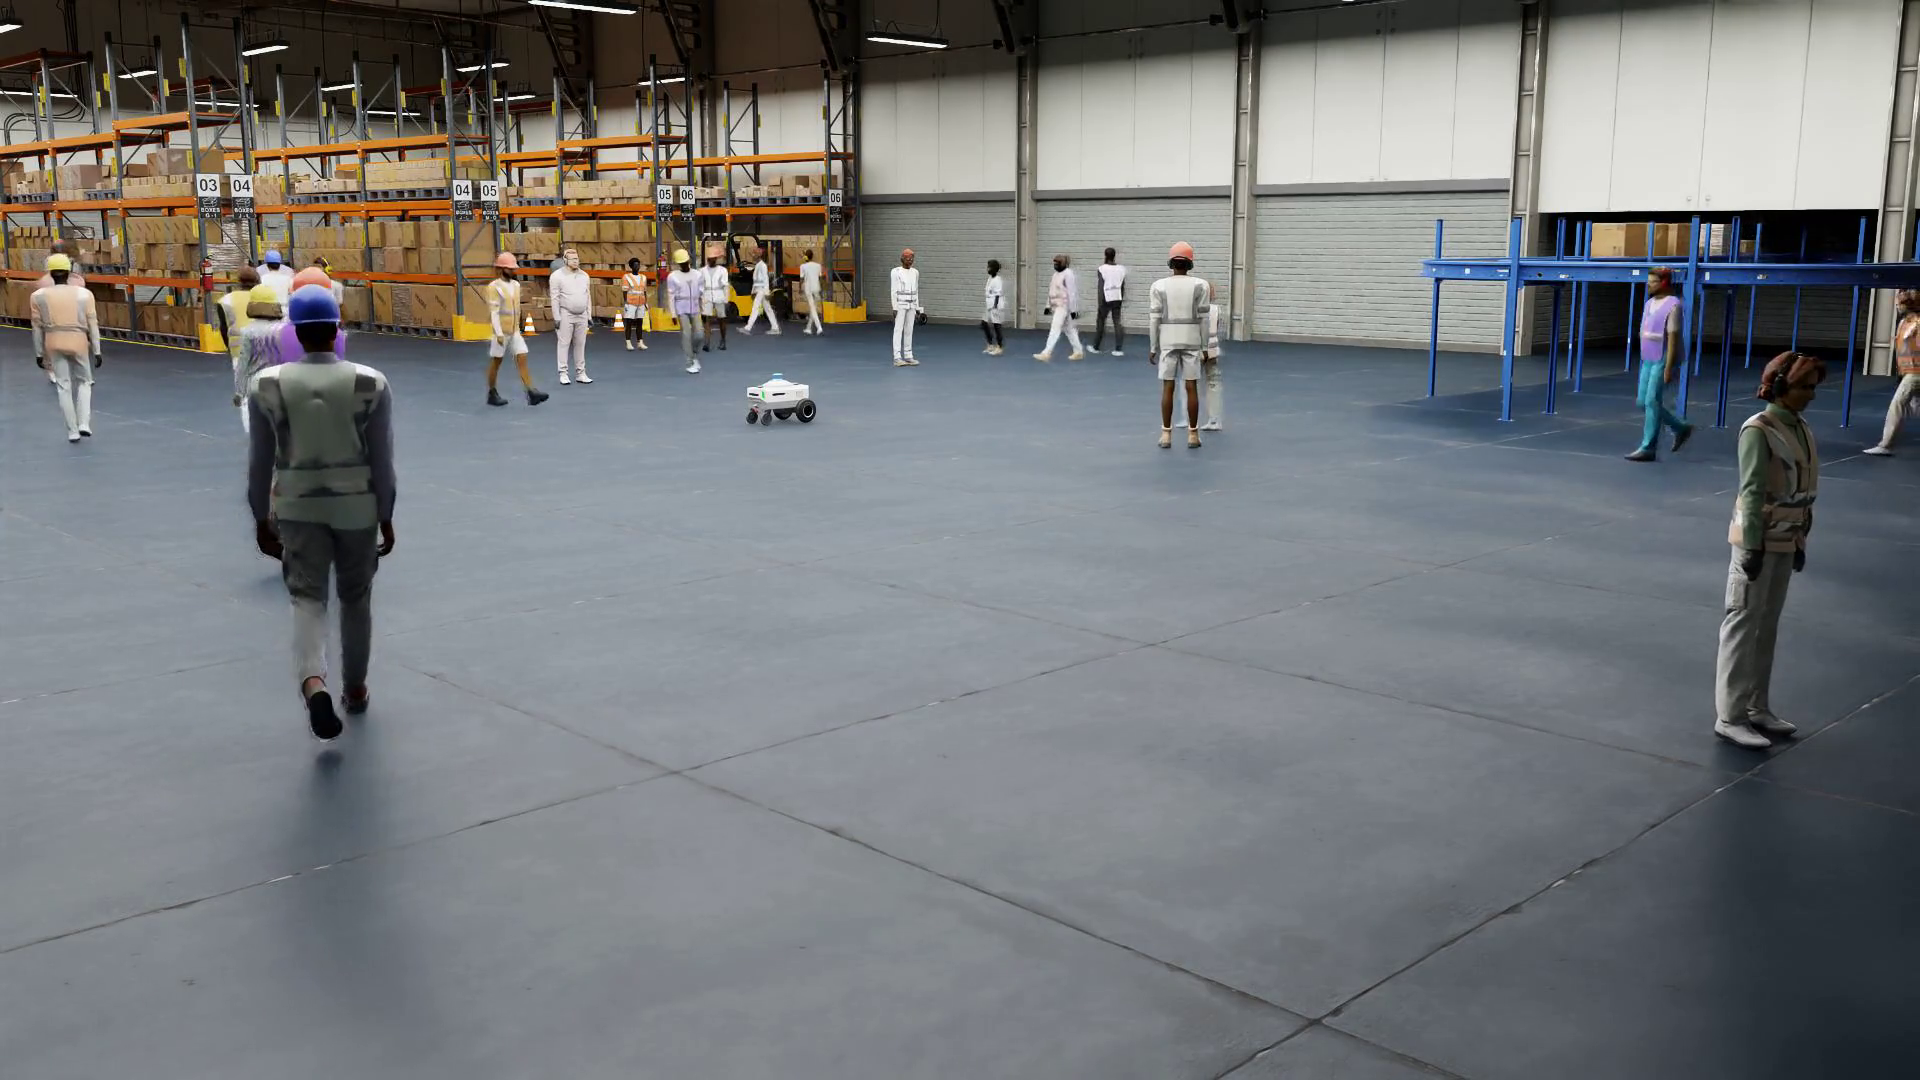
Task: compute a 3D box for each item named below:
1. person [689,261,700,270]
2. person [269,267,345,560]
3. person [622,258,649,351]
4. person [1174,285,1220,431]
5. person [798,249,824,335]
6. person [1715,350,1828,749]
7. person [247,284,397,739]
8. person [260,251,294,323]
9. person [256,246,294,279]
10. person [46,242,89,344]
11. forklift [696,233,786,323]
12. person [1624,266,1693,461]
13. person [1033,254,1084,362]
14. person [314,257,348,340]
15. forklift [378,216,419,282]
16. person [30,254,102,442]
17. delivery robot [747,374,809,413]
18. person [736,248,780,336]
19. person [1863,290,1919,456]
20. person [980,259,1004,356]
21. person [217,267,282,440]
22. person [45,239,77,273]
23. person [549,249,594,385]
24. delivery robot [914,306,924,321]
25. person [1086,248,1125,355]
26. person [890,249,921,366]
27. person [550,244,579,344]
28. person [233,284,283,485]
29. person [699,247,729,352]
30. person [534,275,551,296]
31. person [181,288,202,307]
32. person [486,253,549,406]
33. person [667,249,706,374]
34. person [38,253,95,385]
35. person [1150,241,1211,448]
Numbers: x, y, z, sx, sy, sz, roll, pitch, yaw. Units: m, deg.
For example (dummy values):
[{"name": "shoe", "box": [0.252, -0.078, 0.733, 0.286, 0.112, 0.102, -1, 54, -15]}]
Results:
[{"name": "person", "box": [-6.961, -6.697, 43.437, 0.655, 1.718, 0.327, 7, 13, 35]}, {"name": "person", "box": [-4.202, -0.785, 10.685, 0.542, 1.916, 0.746, 3, 11, 18]}, {"name": "person", "box": [-5.999, -4.358, 30.729, 0.529, 1.697, 0.321, -10, 14, -43]}, {"name": "person", "box": [2.573, -1.990, 18.008, 0.620, 1.612, 0.552, 10, 14, 44]}, {"name": "person", "box": [-3.176, -5.310, 35.617, 0.543, 1.819, 0.981, -6, 12, -32]}, {"name": "person", "box": [3.381, 0.032, 6.952, 0.512, 1.639, 0.312, -10, 14, -43]}, {"name": "person", "box": [-2.720, -0.129, 7.109, 0.606, 1.915, 0.913, -3, 11, -17]}, {"name": "person", "box": [-9.468, -3.038, 22.994, 0.602, 1.894, 1.003, -8, 13, -37]}, {"name": "person", "box": [-10.715, -3.625, 26.088, 0.627, 1.934, 0.371, -10, 14, -43]}, {"name": "person", "box": [-16.768, -4.585, 31.147, 1.037, 2.000, 0.698, 5, 12, 28]}, {"name": "forklift", "box": [-5.496, -6.489, 41.108, 2.313, 2.155, 1.214, -10, 14, -44]}, {"name": "person", "box": [6.646, -1.666, 15.685, 0.607, 1.832, 0.569, -1, 10, -3]}, {"name": "person", "box": [1.713, -3.925, 28.140, 0.977, 1.795, 0.625, -3, 11, -14]}, {"name": "person", "box": [-8.497, -2.872, 22.307, 0.536, 1.825, 0.996, 4, 11, 21]}, {"name": "forklift", "box": [-17.868, -9.201, 54.028, 1.873, 2.768, 1.129, -10, 14, -44]}, {"name": "person", "box": [-9.219, -1.981, 17.174, 0.620, 1.905, 0.610, -5, 12, -26]}, {"name": "delivery robot", "box": [-2.072, -1.650, 18.940, 0.707, 0.478, 0.477, -10, 14, -44]}, {"name": "person", "box": [-4.292, -5.275, 35.374, 0.991, 1.828, 0.606, -3, 11, -17]}, {"name": "person", "box": [9.209, -1.598, 15.972, 0.793, 1.594, 0.533, 3, 11, 13]}, {"name": "person", "box": [0.549, -4.079, 29.219, 0.473, 1.680, 0.560, -3, 11, -16]}, {"name": "person", "box": [-7.224, -1.883, 17.020, 0.615, 1.776, 1.042, -3, 11, -18]}, {"name": "person", "box": [-18.129, -5.061, 33.649, 0.605, 2.033, 0.395, -10, 14, -43]}, {"name": "person", "box": [-5.534, -3.194, 23.806, 0.636, 1.911, 0.405, -10, 14, -43]}, {"name": "delivery robot", "box": [-1.207, -5.436, 39.584, 0.707, 0.478, 0.477, -10, 14, -44]}, {"name": "person", "box": [2.632, -4.245, 29.620, 0.622, 1.872, 0.945, -6, 12, -28]}, {"name": "person", "box": [-0.887, -3.798, 27.160, 0.572, 1.887, 0.354, -10, 14, -43]}, {"name": "person", "box": [-7.703, -4.813, 32.550, 0.627, 1.940, 0.371, -10, 14, -43]}, {"name": "person", "box": [-5.641, -1.236, 13.649, 0.831, 1.713, 0.485, 5, 12, 25]}, {"name": "person", "box": [-4.511, -4.413, 30.522, 0.584, 1.887, 0.999, 1, 10, 7]}, {"name": "person", "box": [-11.400, -7.223, 45.577, 0.633, 1.975, 0.456, -7, 13, -34]}, {"name": "person", "box": [-18.539, -6.107, 39.953, 0.597, 1.818, 0.512, -7, 12, -33]}, {"name": "person", "box": [-5.552, -2.590, 20.557, 0.974, 1.886, 0.568, 6, 12, 31]}, {"name": "person", "box": [-4.179, -3.513, 25.567, 0.613, 1.899, 0.411, -6, 12, -31]}, {"name": "person", "box": [-12.789, -3.160, 23.740, 0.947, 1.872, 0.657, 8, 13, 38]}, {"name": "person", "box": [2.203, -1.958, 16.694, 0.605, 2.045, 0.383, 1, 10, 8]}]
